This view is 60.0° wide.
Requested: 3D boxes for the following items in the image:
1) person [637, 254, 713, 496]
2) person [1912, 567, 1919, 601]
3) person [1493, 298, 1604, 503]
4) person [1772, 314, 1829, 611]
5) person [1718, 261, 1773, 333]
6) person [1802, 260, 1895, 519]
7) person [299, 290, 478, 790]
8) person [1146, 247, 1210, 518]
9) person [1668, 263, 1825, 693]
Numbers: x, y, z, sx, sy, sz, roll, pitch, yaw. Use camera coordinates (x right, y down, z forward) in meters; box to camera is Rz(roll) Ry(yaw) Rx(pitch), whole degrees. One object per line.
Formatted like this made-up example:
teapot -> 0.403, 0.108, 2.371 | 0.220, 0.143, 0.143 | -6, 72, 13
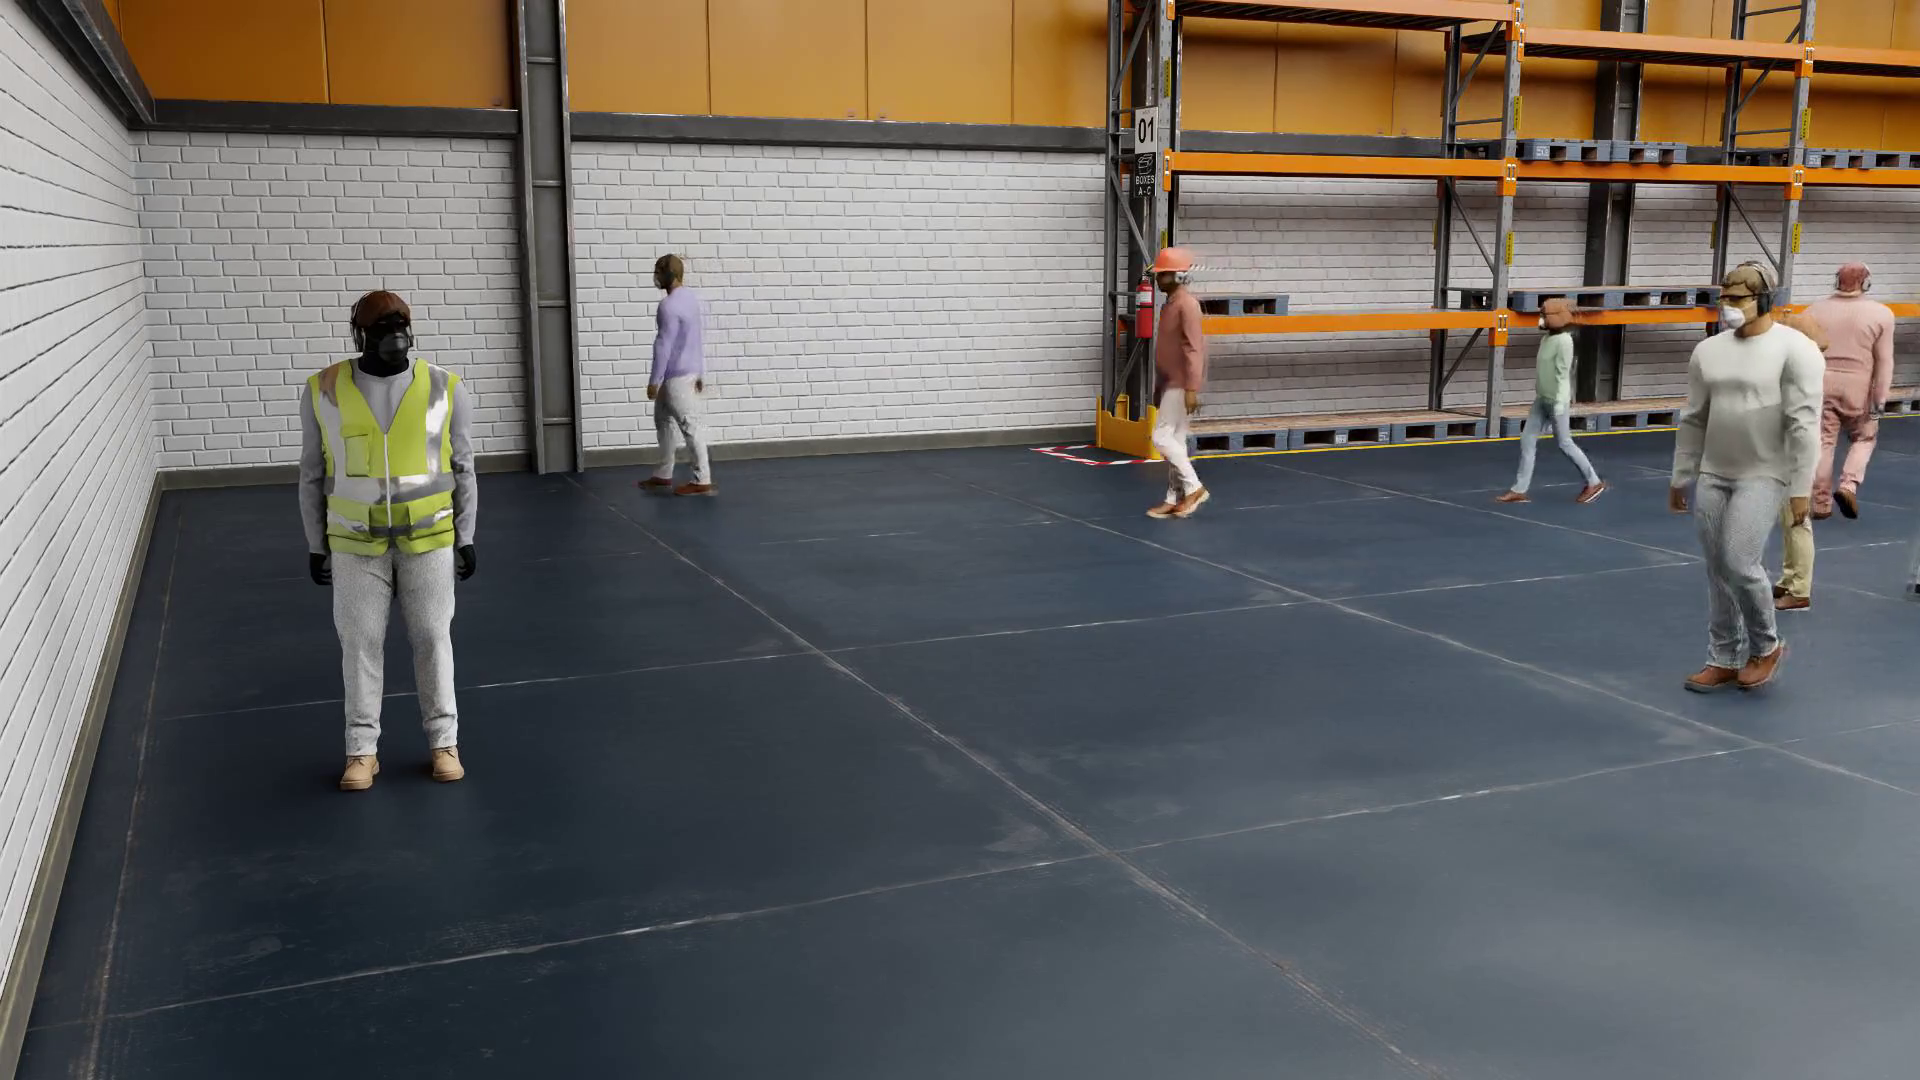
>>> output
person -> -2.337, -1.291, 13.181 | 0.800, 1.912, 0.646 | 1, 10, 6
person -> 5.738, -0.511, 9.175 | 0.768, 1.805, 0.608 | 6, 12, 31
person -> 4.617, -1.071, 12.853 | 0.810, 1.597, 0.508 | -1, 10, -3
person -> 4.586, -0.425, 9.166 | 0.273, 1.631, 0.507 | 3, 11, 17
person -> 7.719, -1.817, 16.356 | 0.430, 1.838, 0.619 | -2, 10, -10
person -> 6.377, -1.068, 12.031 | 0.648, 1.895, 0.452 | 8, 13, 38
person -> -2.114, 0.004, 6.190 | 0.631, 1.845, 0.429 | -3, 11, -17
person -> 1.545, -1.124, 12.083 | 0.433, 1.980, 0.651 | -2, 10, -8
person -> 3.448, -0.255, 7.393 | 0.436, 1.927, 0.662 | -5, 11, -24
